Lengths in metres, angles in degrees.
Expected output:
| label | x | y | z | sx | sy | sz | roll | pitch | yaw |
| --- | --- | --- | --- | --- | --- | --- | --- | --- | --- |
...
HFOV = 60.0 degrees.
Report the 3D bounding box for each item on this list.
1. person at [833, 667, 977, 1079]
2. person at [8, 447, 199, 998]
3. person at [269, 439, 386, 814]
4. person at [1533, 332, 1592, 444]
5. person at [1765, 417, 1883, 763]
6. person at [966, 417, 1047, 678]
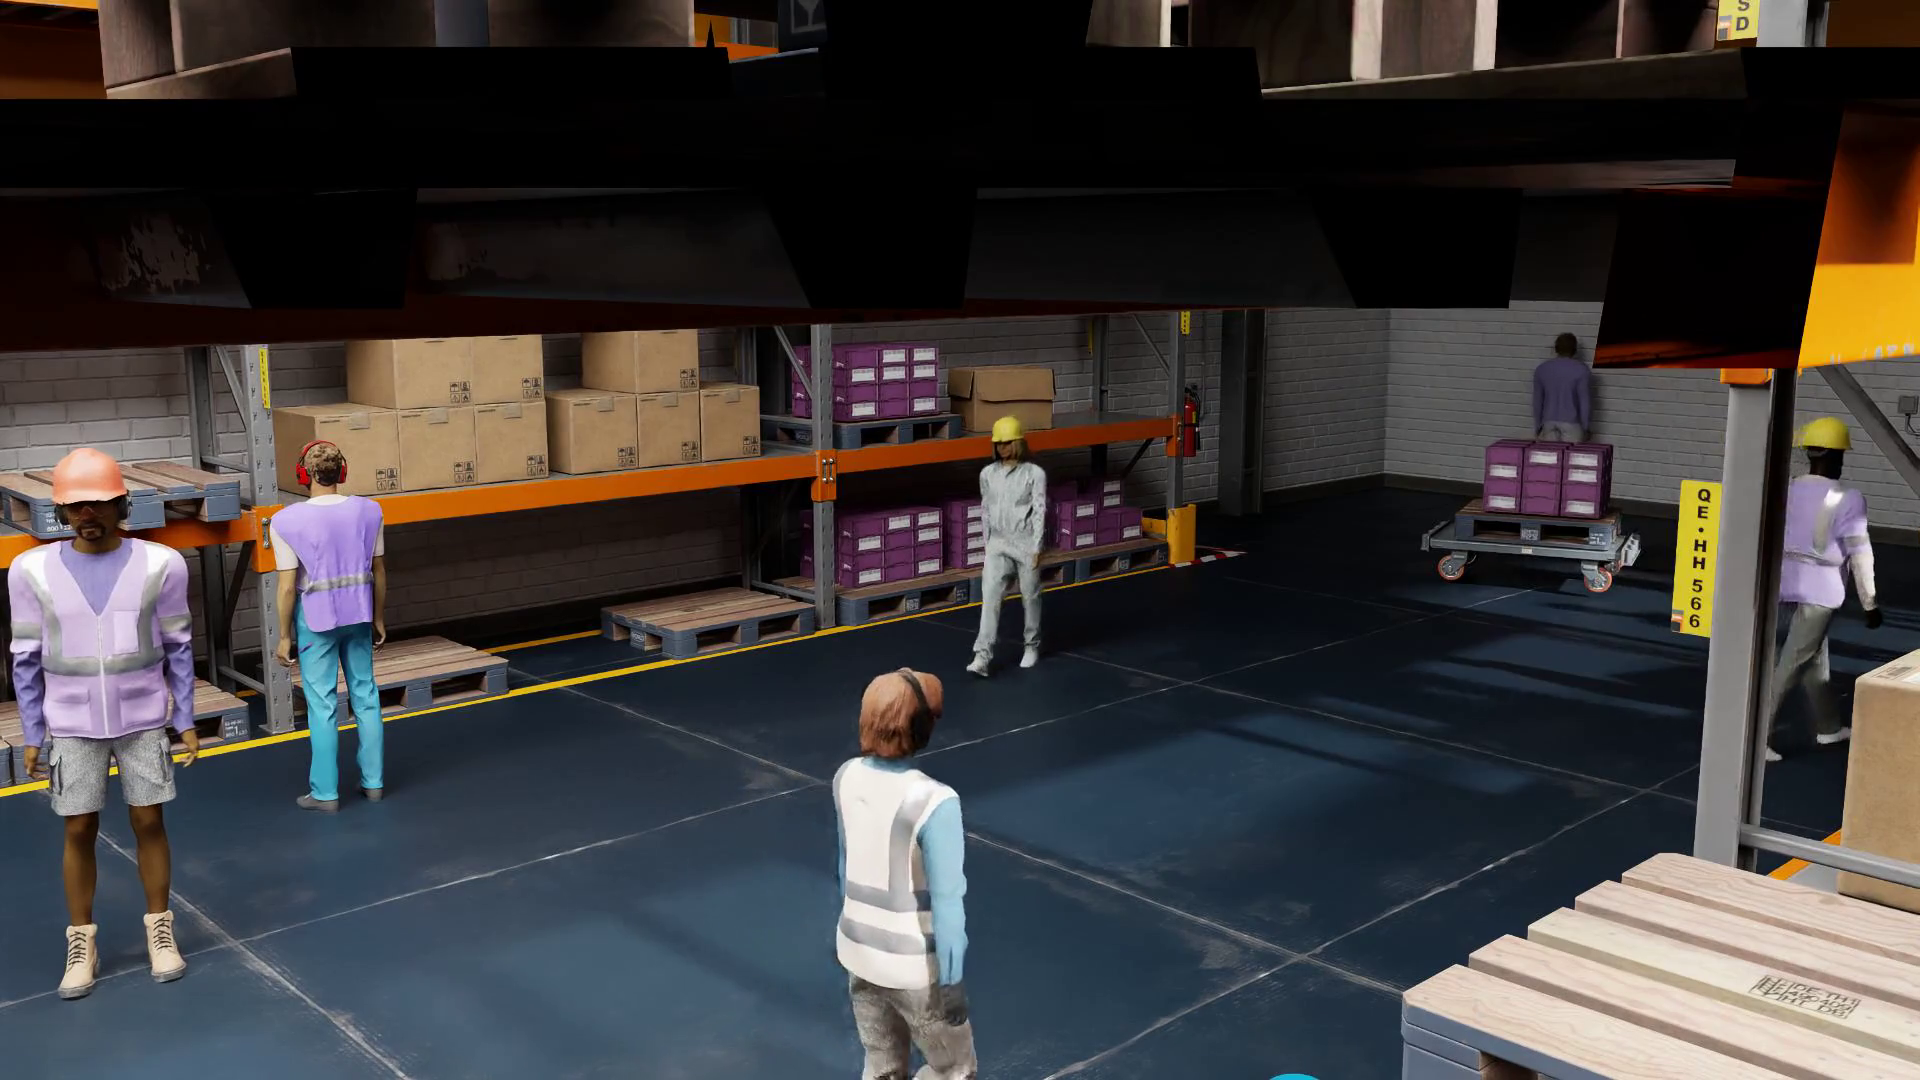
| label | x | y | z | sx | sy | sz | roll | pitch | yaw |
| --- | --- | --- | --- | --- | --- | --- | --- | --- | --- |
| person | -0.186 | 1.158 | 4.567 | 0.408 | 1.621 | 0.535 | -8 | 13 | -39 |
| person | -3.168 | 0.672 | 6.196 | 0.605 | 2.045 | 0.385 | -5 | 11 | -25 |
| person | -3.085 | 0.429 | 8.197 | 0.390 | 1.846 | 0.565 | 9 | 13 | 42 |
| person | 6.393 | -1.234 | 17.666 | 0.358 | 1.938 | 0.634 | -8 | 13 | -41 |
| person | 4.626 | 0.272 | 9.054 | 1.004 | 1.878 | 0.592 | -3 | 10 | -17 |
| person | 0.322 | 0.053 | 10.839 | 0.492 | 1.697 | 0.896 | 3 | 10 | 20 |
